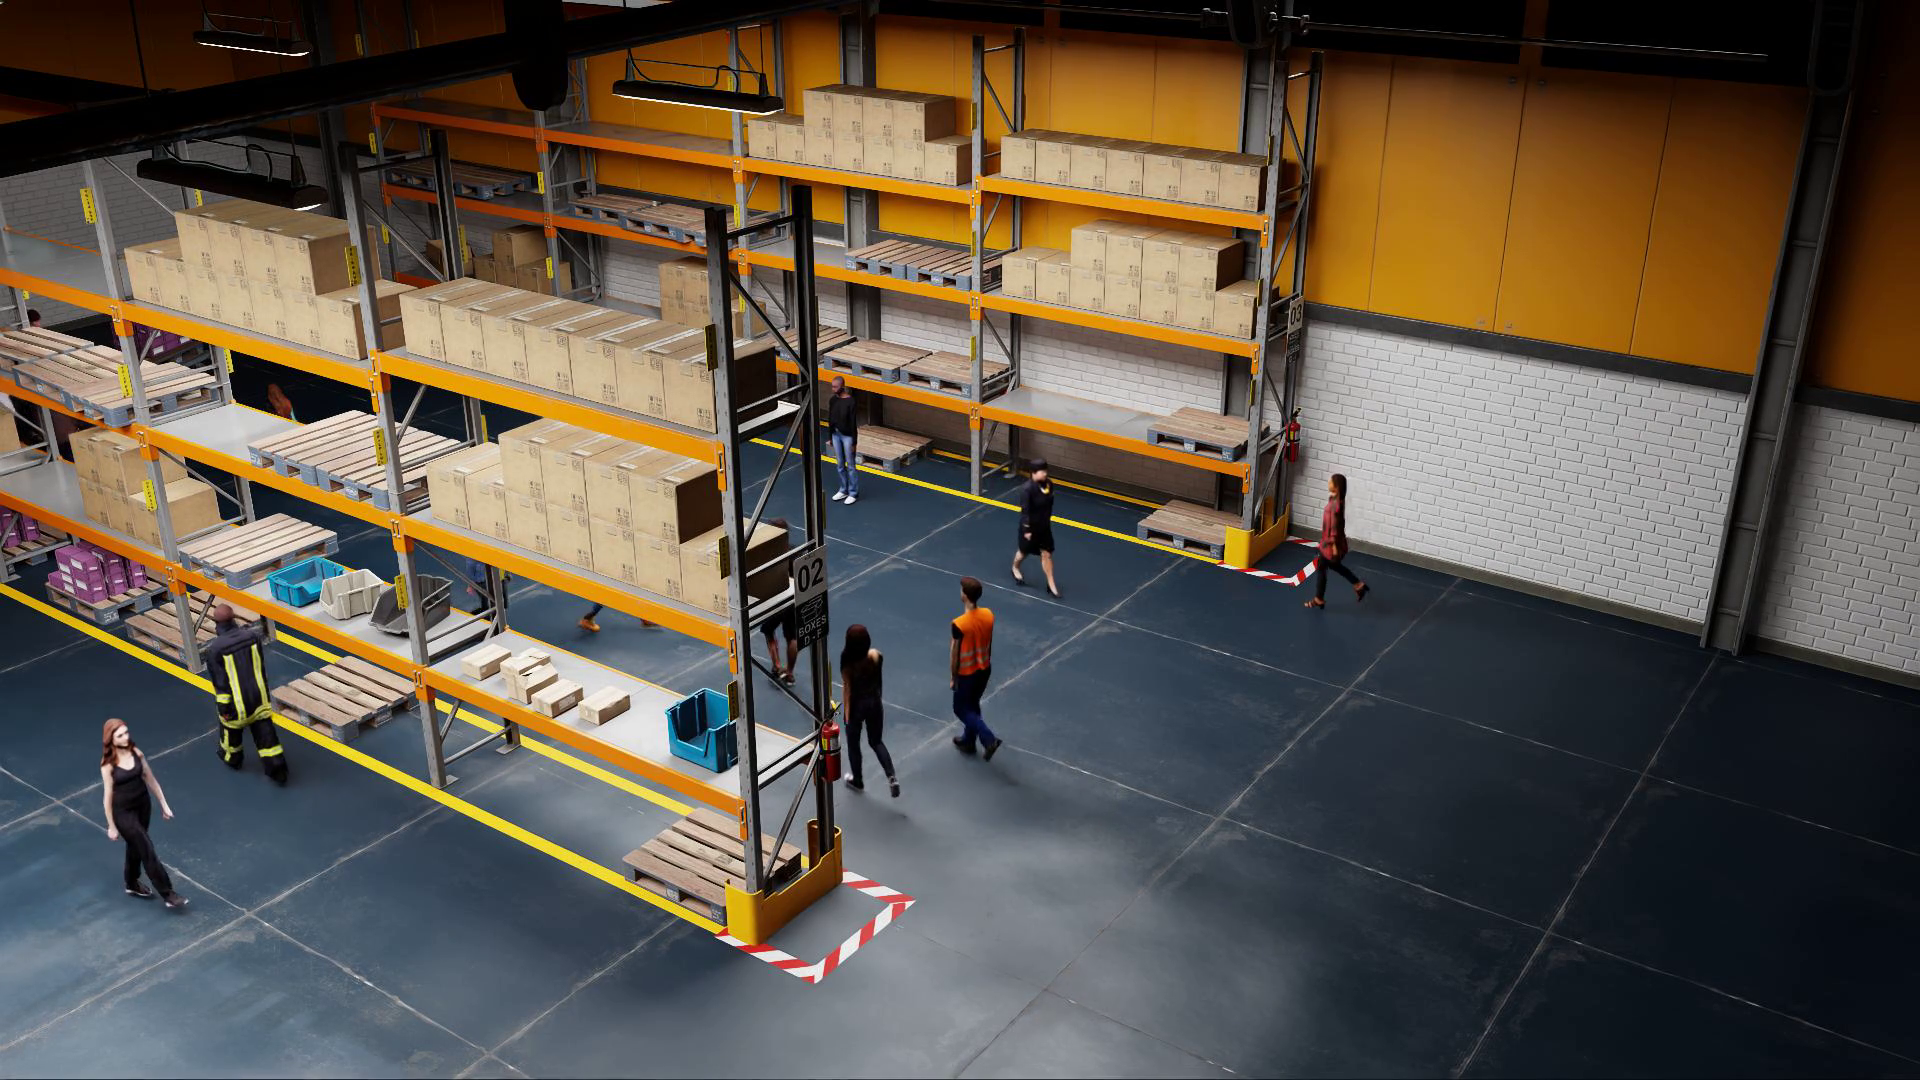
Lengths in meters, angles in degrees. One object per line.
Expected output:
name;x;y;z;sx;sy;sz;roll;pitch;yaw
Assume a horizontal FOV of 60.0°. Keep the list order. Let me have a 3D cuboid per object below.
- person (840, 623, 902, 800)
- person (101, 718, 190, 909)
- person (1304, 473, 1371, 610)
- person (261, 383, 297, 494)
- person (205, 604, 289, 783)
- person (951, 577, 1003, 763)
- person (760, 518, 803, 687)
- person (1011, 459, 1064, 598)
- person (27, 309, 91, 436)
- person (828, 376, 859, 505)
person;-0.823;1.600;15.257;0.852;1.749;1.096;-16;28;-32
person;-6.955;2.243;13.823;1.037;1.721;0.782;8;25;18
person;4.324;0.040;18.909;1.020;1.682;0.778;7;25;16
person;-9.139;-1.388;22.406;0.659;1.499;0.681;-15;28;-30
person;-6.652;1.461;15.537;1.158;1.780;0.765;17;29;34
person;0.171;1.270;15.862;0.797;1.869;1.020;-20;31;-38
person;-1.816;0.676;17.245;0.780;1.851;0.804;-10;26;-22
person;0.825;-0.160;19.435;0.884;1.629;1.154;-19;30;-37
person;-13.485;-2.396;24.196;1.208;1.913;1.187;-9;25;-19
person;-1.527;-1.353;22.019;0.506;1.744;0.667;13;27;28
